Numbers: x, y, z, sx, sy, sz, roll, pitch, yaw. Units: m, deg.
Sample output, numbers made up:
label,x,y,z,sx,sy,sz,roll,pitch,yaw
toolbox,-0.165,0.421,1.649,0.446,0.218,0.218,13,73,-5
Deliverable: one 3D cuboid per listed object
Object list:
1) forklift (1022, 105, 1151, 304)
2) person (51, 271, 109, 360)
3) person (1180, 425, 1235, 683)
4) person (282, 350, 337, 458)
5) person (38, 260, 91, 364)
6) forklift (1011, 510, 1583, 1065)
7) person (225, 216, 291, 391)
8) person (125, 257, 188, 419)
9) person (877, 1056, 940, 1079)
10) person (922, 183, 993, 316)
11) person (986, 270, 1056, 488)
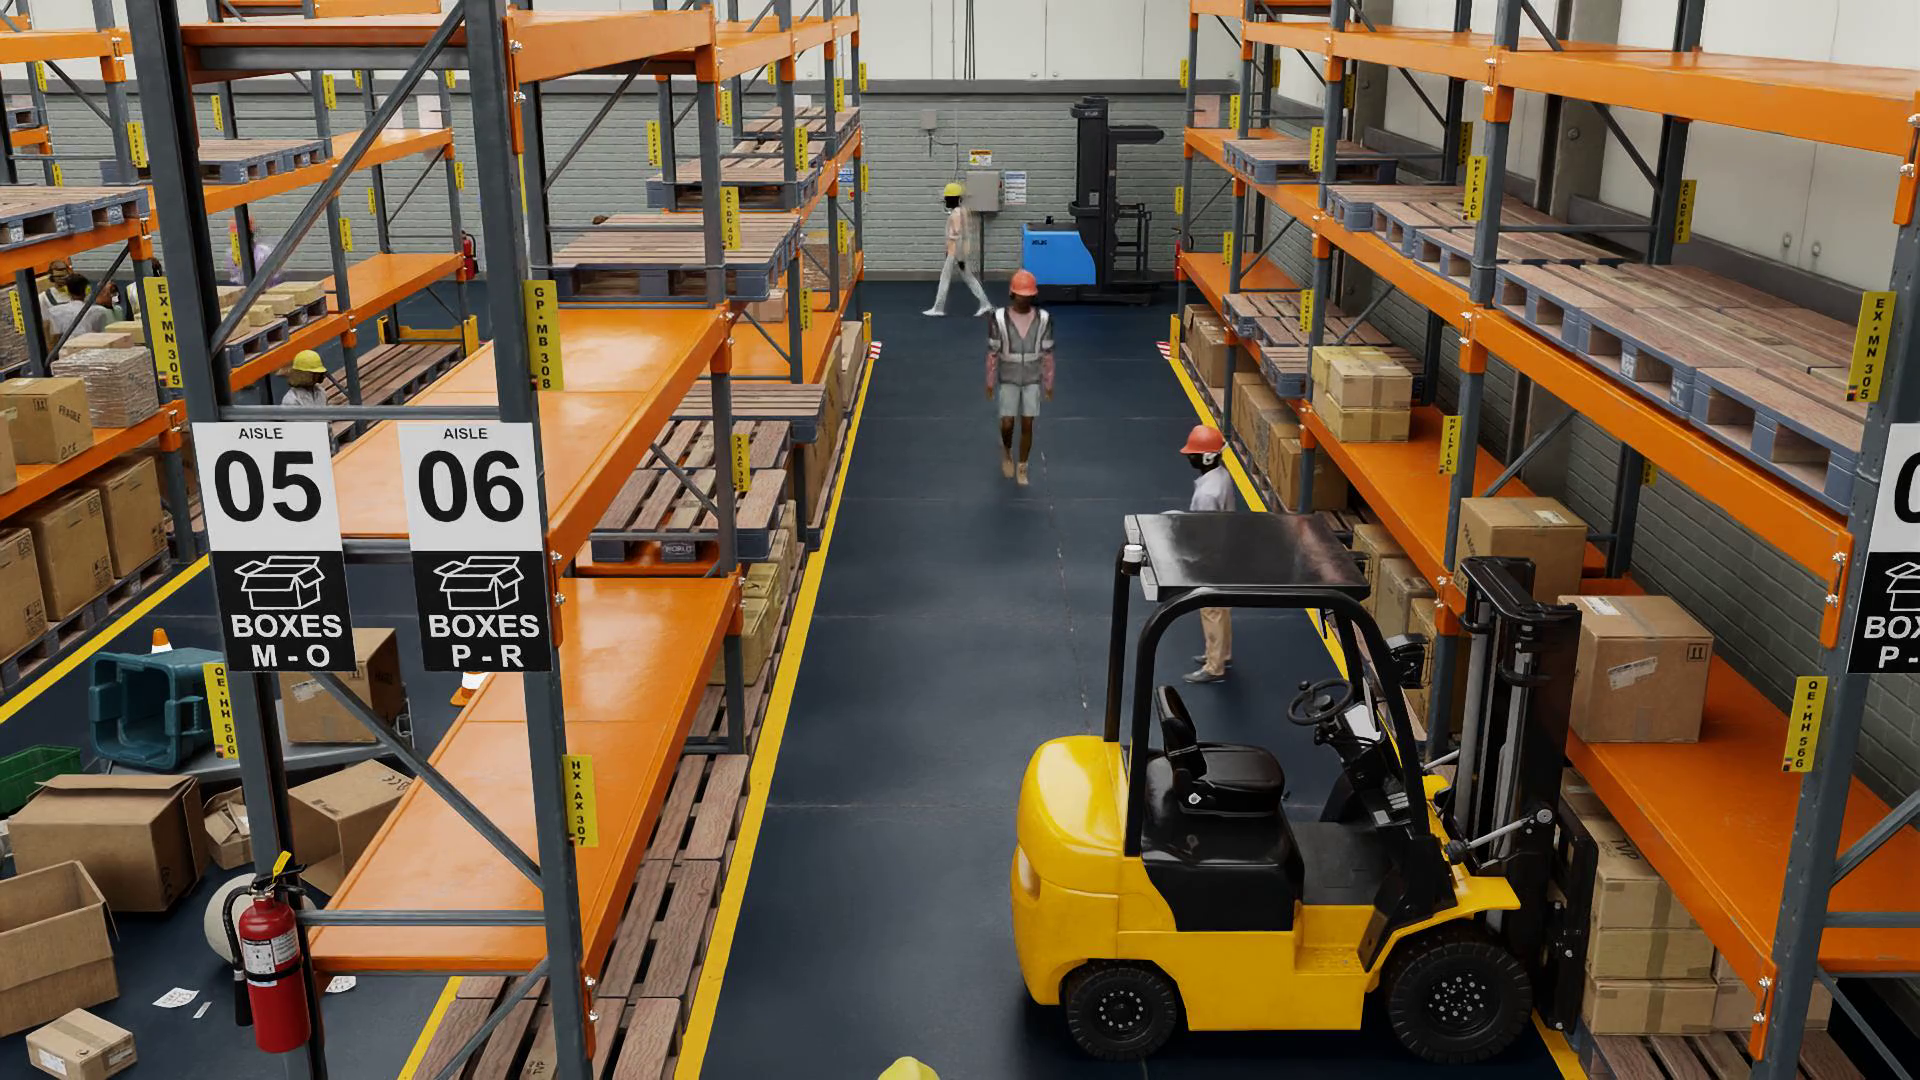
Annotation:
label,x,y,z,sx,sy,sz,roll,pitch,yaw
forklift,1.857,-4.944,24.441,1.873,2.768,1.129,0,18,0
person,-8.522,-1.675,16.210,0.527,1.830,0.530,-6,19,-18
person,1.628,0.086,11.030,0.390,1.739,0.578,5,19,16
person,-5.149,-0.663,13.306,0.322,1.734,0.488,6,19,17
person,-9.103,-1.968,17.086,0.536,1.832,0.353,-15,24,-39
forklift,1.387,1.055,7.378,2.313,2.155,1.214,0,18,0
person,-8.191,-2.797,19.380,0.608,1.984,1.101,0,18,0
person,-8.271,-2.018,17.222,0.627,1.844,0.429,-4,19,-12
person,-0.132,2.206,4.568,0.533,1.768,0.310,-9,20,-25
person,-0.001,-4.069,23.370,0.988,1.887,0.582,4,19,11
person,0.563,-1.464,15.251,0.636,2.026,0.423,-2,18,-6
